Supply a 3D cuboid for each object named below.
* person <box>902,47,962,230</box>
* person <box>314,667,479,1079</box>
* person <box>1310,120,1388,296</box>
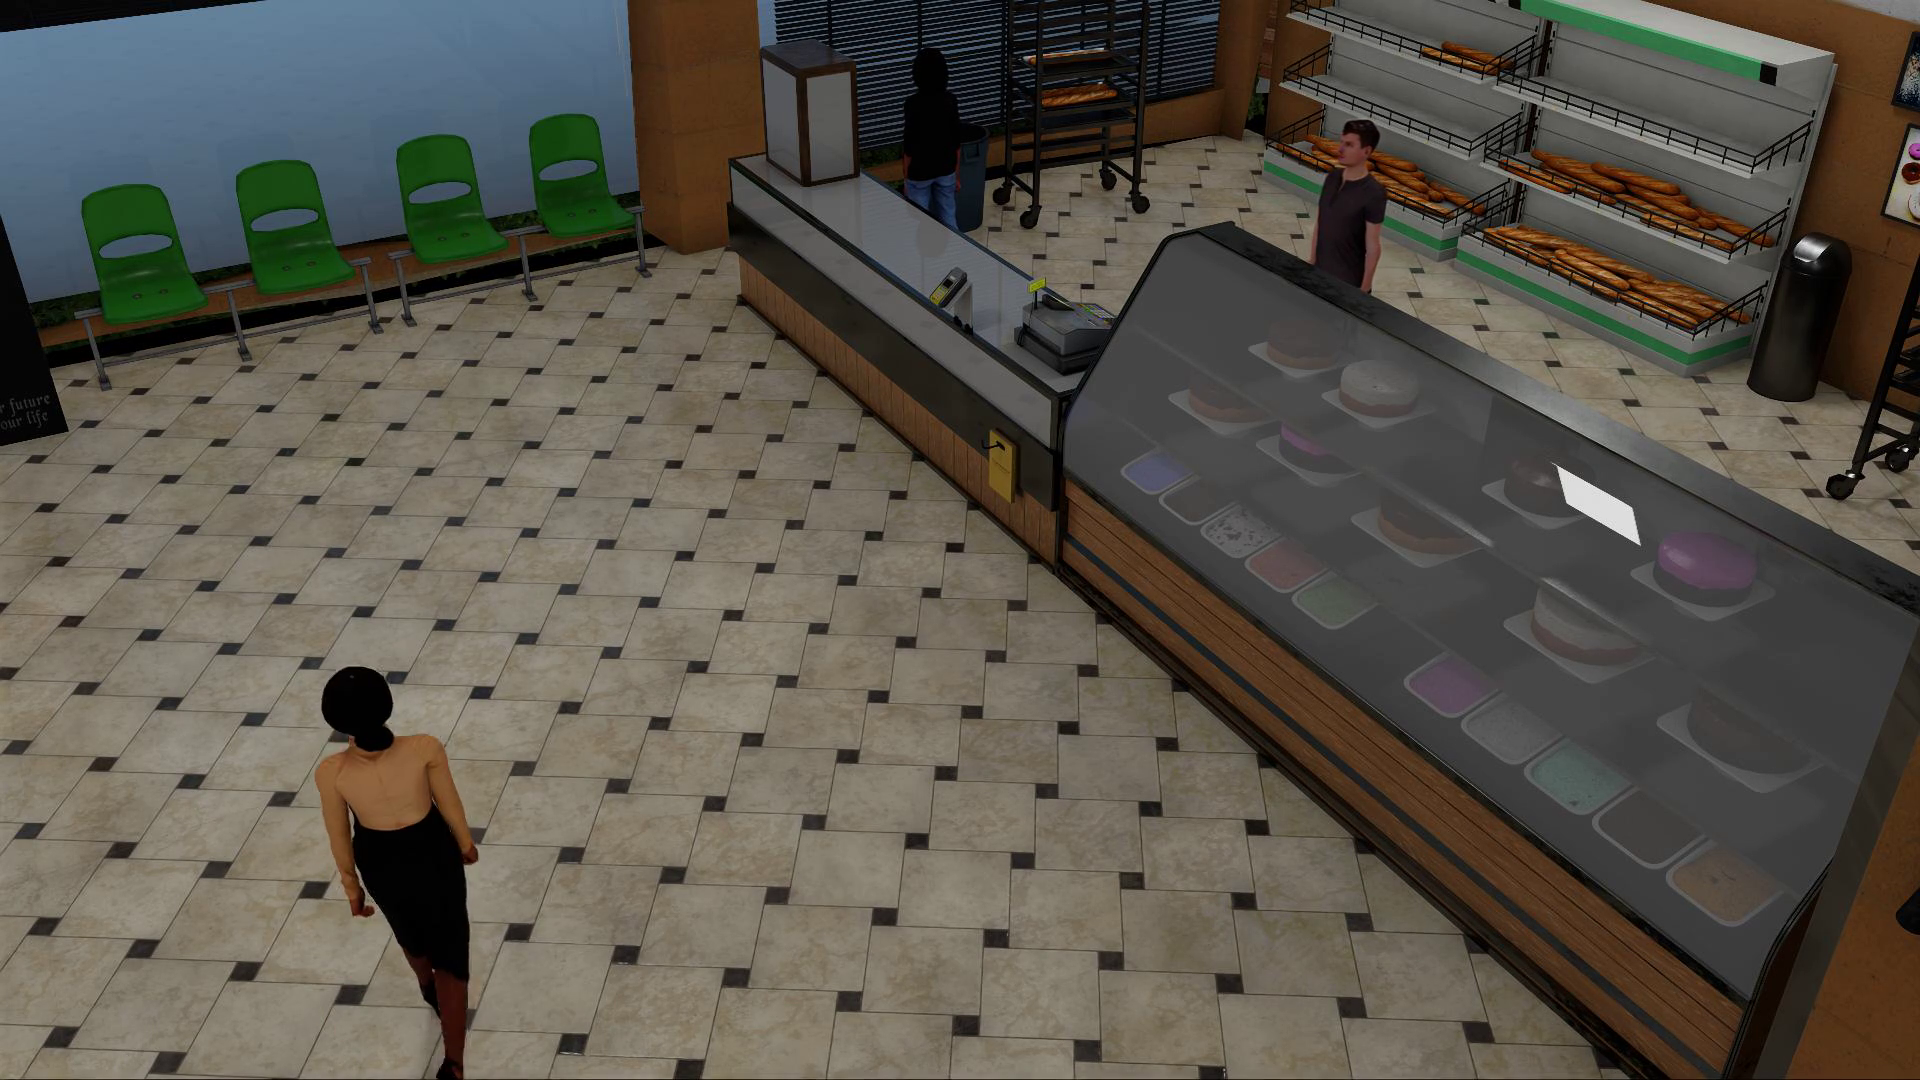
[{"bbox_3d":[-0.194,-2.401,10.994,0.512,1.701,0.659,-12,34,-18],"label":"person"},{"bbox_3d":[-1.770,1.138,5.381,1.004,1.622,0.831,-6,32,-10],"label":"person"},{"bbox_3d":[2.147,-1.452,9.325,0.539,1.852,0.641,-16,35,-24],"label":"person"}]
